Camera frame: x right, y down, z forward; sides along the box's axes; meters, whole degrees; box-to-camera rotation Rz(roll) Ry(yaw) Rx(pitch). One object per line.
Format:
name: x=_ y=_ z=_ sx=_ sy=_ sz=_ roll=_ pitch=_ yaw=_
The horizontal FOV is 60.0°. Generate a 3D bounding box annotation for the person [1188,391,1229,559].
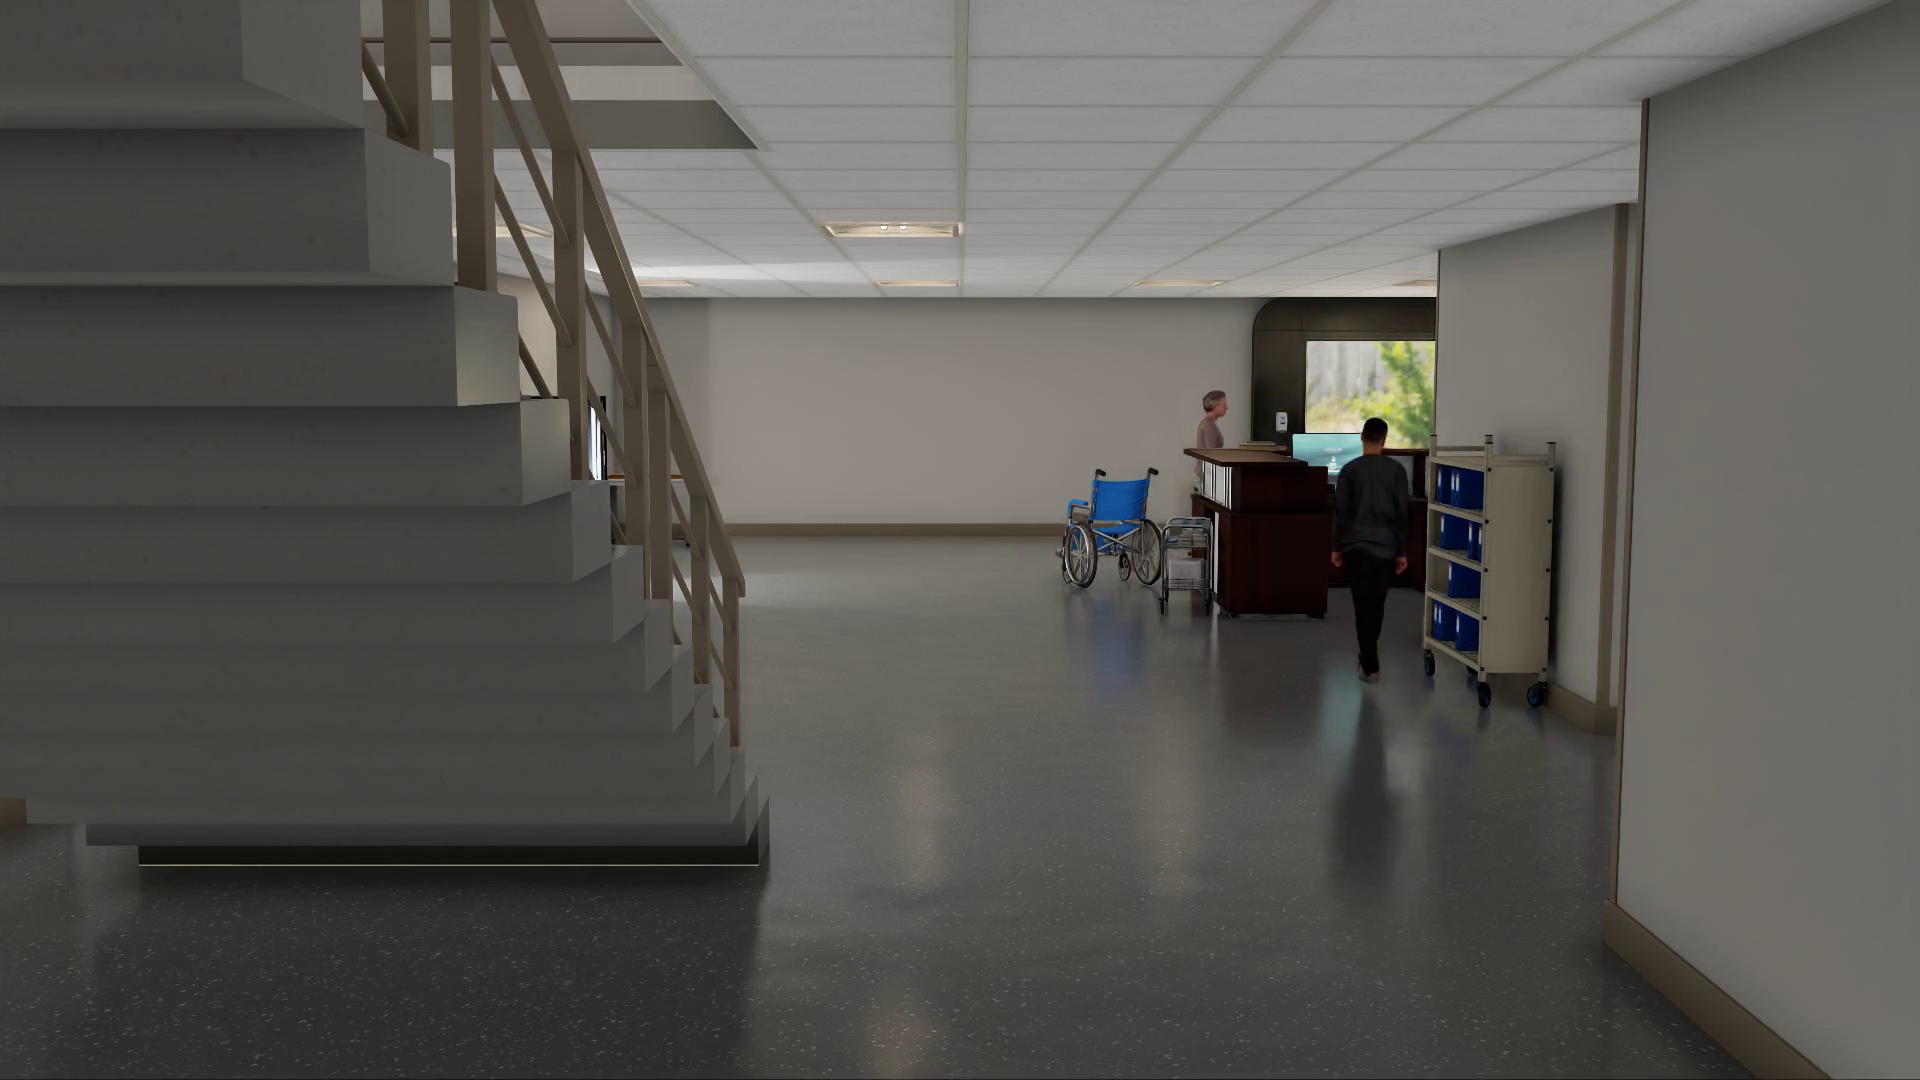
person: x=2.460 y=-0.587 z=17.069 sx=0.767 sy=1.856 sz=0.634 roll=1 pitch=6 yaw=5

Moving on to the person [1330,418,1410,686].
person: x=2.714 y=0.090 z=10.921 sx=0.653 sy=1.739 sz=0.932 roll=0 pitch=6 yaw=1
